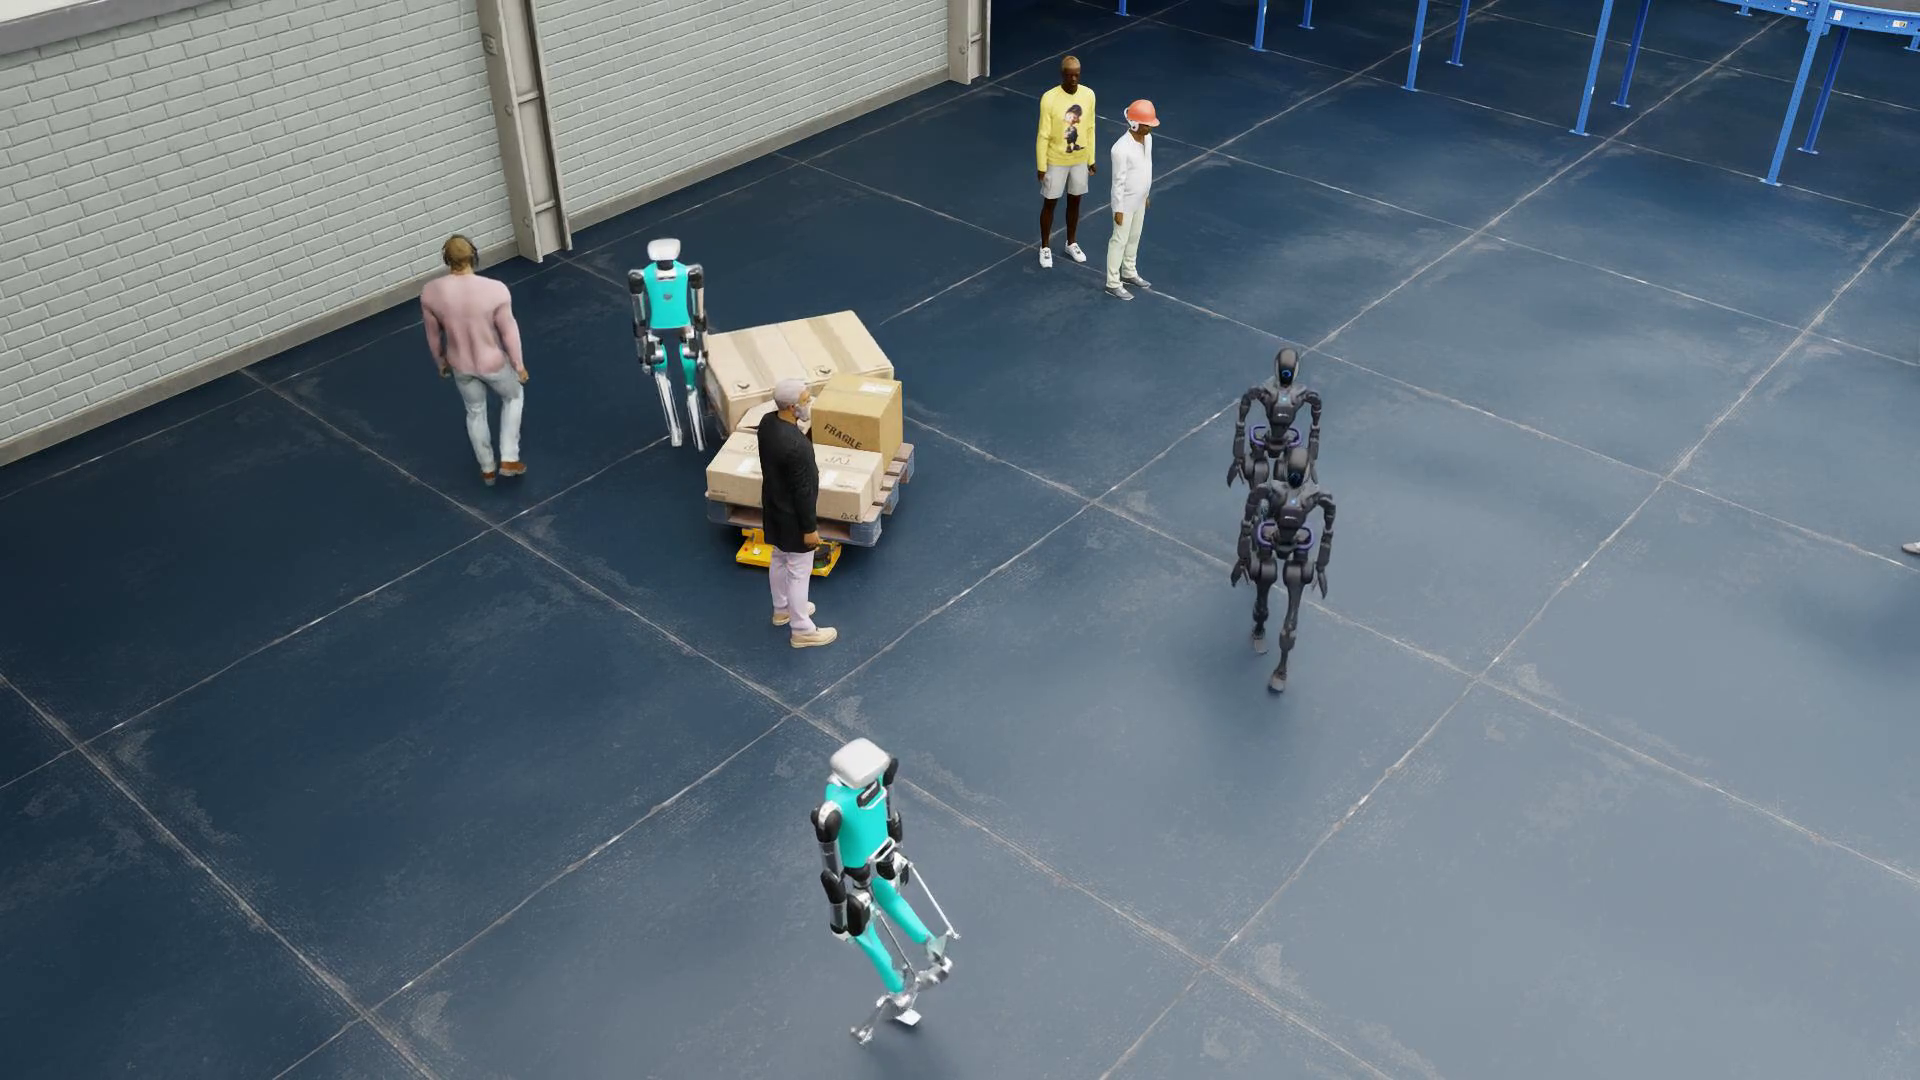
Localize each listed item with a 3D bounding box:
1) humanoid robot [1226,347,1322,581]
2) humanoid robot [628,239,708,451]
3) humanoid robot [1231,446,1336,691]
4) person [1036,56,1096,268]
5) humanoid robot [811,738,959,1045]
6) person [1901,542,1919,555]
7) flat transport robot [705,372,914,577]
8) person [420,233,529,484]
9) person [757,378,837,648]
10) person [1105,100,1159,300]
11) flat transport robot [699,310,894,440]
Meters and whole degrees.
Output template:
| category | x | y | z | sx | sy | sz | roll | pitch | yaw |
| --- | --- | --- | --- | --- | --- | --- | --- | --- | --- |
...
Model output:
| category | x | y | z | sx | sy | sz | roll | pitch | yaw |
| --- | --- | --- | --- | --- | --- | --- | --- | --- | --- |
| humanoid robot | 2.080 | -0.580 | 11.030 | 0.600 | 1.654 | 0.722 | 3 | 36 | 4 |
| humanoid robot | -2.112 | -1.444 | 12.166 | 0.537 | 1.806 | 0.741 | -7 | 36 | -10 |
| humanoid robot | 1.948 | 0.118 | 10.038 | 0.587 | 1.634 | 0.682 | 5 | 36 | 6 |
| person | 0.933 | -3.345 | 14.680 | 0.556 | 1.897 | 0.355 | -11 | 37 | -15 |
| humanoid robot | -0.282 | 1.717 | 7.702 | 0.673 | 1.790 | 0.537 | 21 | 41 | 27 |
| person | 6.707 | -0.559 | 10.819 | 0.391 | 1.839 | 0.563 | -2 | 35 | -2 |
| flat transport robot | -1.020 | -0.256 | 11.747 | 0.659 | 0.231 | 1.431 | 9 | 36 | 12 |
| person | -3.384 | -1.245 | 11.706 | 0.670 | 1.926 | 0.413 | 2 | 35 | 2 |
| person | -1.041 | -0.173 | 10.263 | 0.407 | 1.854 | 0.542 | -17 | 39 | -22 |
| person | 1.484 | -2.915 | 14.209 | 0.347 | 1.743 | 0.561 | 22 | 41 | 27 |
| flat transport robot | -1.235 | -0.850 | 12.581 | 0.659 | 0.231 | 1.431 | -13 | 37 | -17 |
